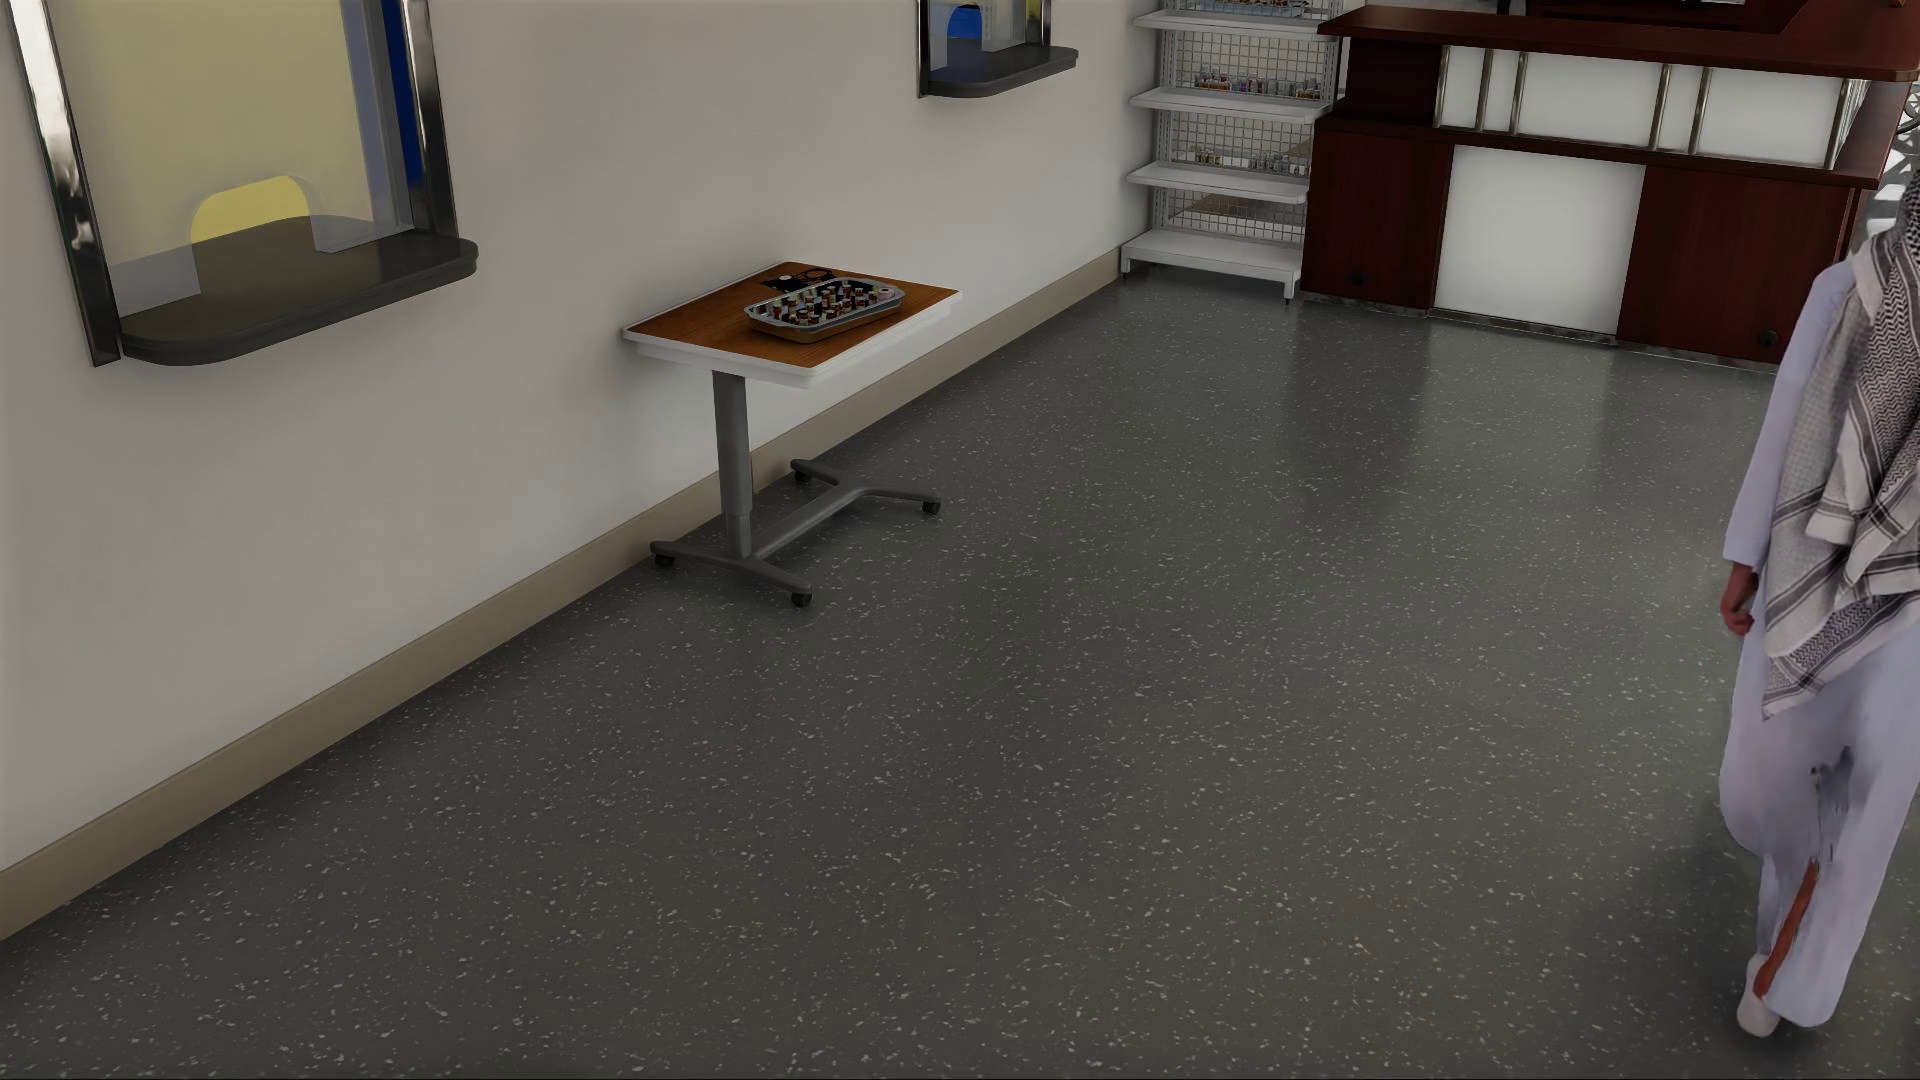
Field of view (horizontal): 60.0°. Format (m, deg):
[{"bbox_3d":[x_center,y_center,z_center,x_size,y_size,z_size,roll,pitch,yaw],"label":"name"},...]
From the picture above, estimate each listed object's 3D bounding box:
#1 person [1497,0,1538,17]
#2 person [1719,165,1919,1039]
[{"bbox_3d":[4.781,-4.921,14.043,0.448,1.633,0.629,14,29,27],"label":"person"},{"bbox_3d":[1.781,0.139,3.254,1.115,1.890,0.796,13,29,25],"label":"person"}]
